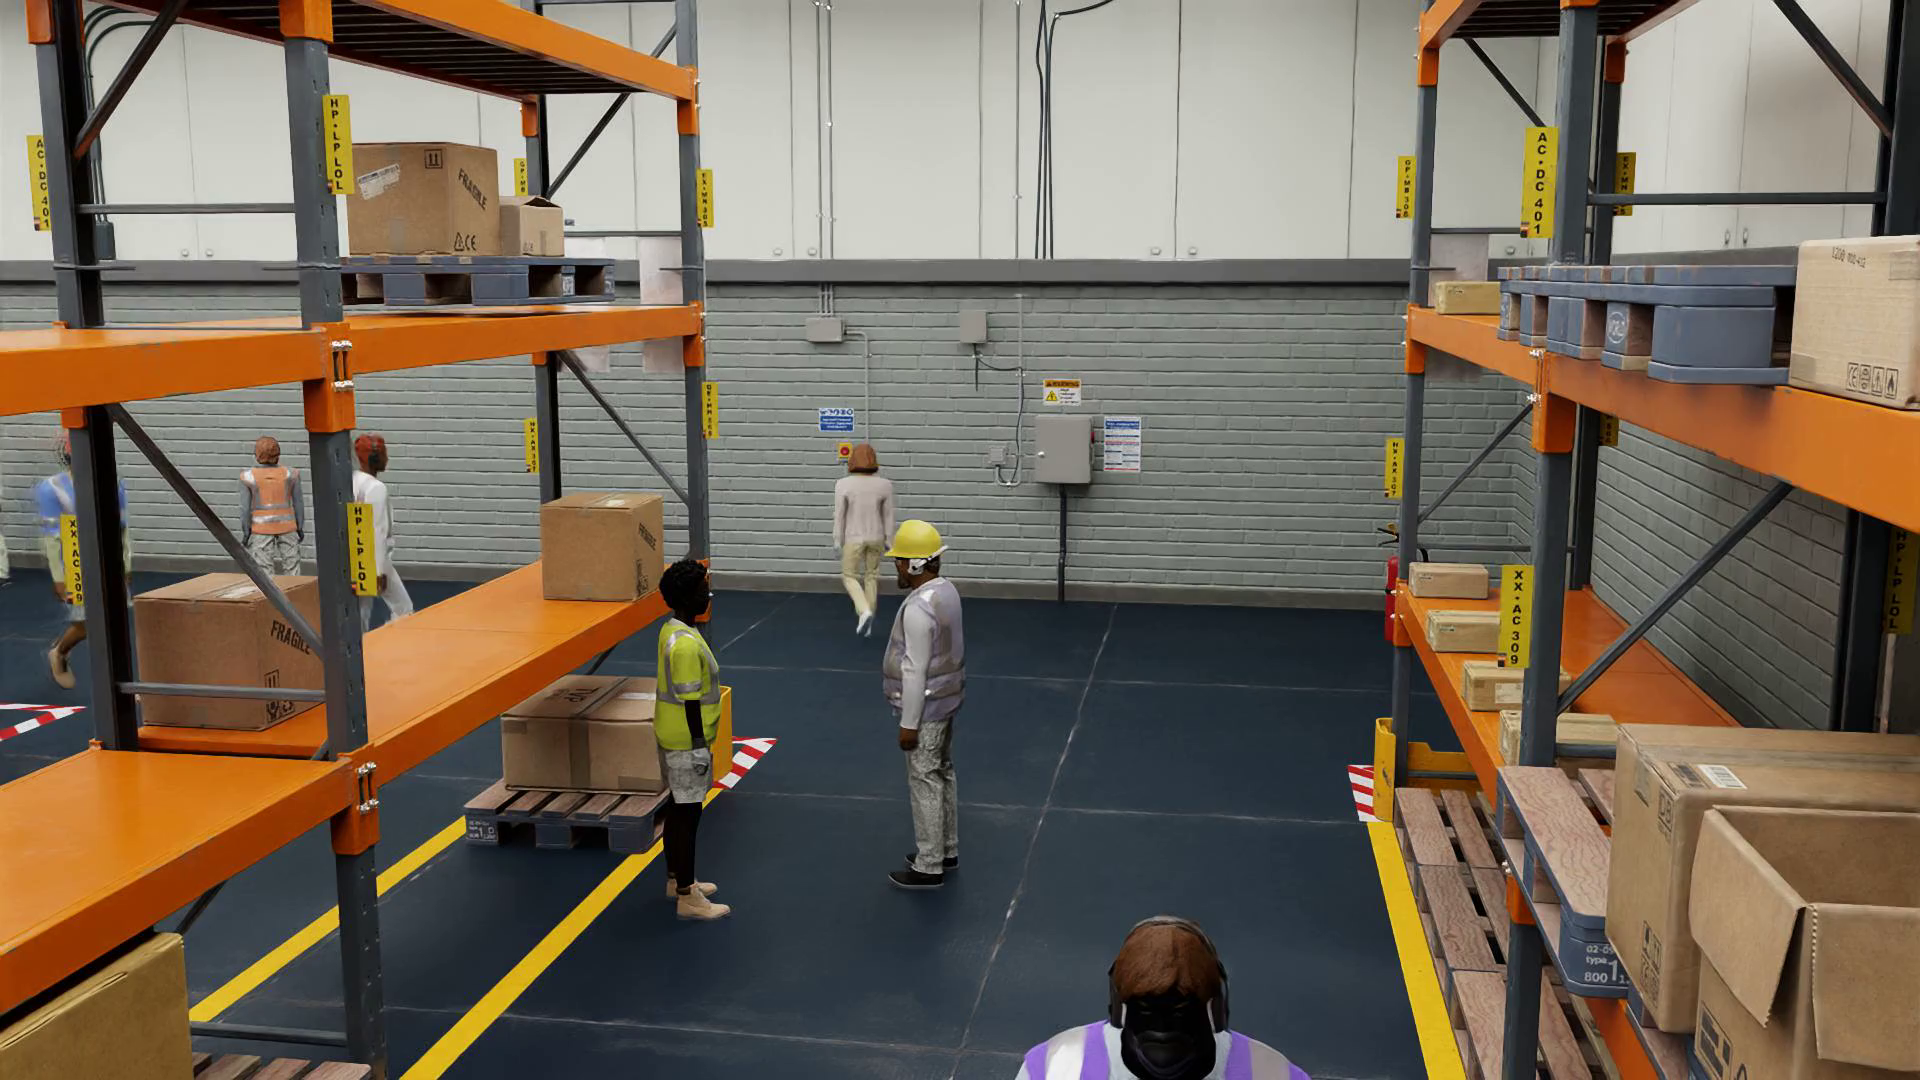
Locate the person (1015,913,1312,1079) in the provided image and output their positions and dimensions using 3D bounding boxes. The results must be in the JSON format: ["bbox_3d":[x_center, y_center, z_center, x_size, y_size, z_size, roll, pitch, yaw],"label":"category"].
[{"bbox_3d":[0.382,1.605,3.210,0.624,1.845,0.430,1,9,6],"label":"person"}]

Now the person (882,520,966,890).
[{"bbox_3d":[-0.180,0.806,8.211,0.405,1.824,0.585,2,9,12],"label":"person"}]

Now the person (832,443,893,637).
[{"bbox_3d":[-0.783,0.017,13.663,0.522,1.619,0.460,-4,10,-21],"label":"person"}]

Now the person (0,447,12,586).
[{"bbox_3d":[-9.438,-0.413,15.969,0.577,1.737,0.354,4,10,22],"label":"person"}]

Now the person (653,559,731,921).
[{"bbox_3d":[-1.274,0.930,7.818,0.318,1.697,0.535,-3,10,-18],"label":"person"}]

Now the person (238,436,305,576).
[{"bbox_3d":[-5.813,-0.059,14.087,0.513,1.642,0.313,-5,11,-29],"label":"person"}]

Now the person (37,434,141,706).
[{"bbox_3d":[-6.104,0.177,11.581,0.745,1.994,0.620,6,11,33],"label":"person"}]

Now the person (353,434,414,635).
[{"bbox_3d":[-4.149,0.159,12.050,0.746,1.860,0.616,-9,13,-43],"label":"person"}]
